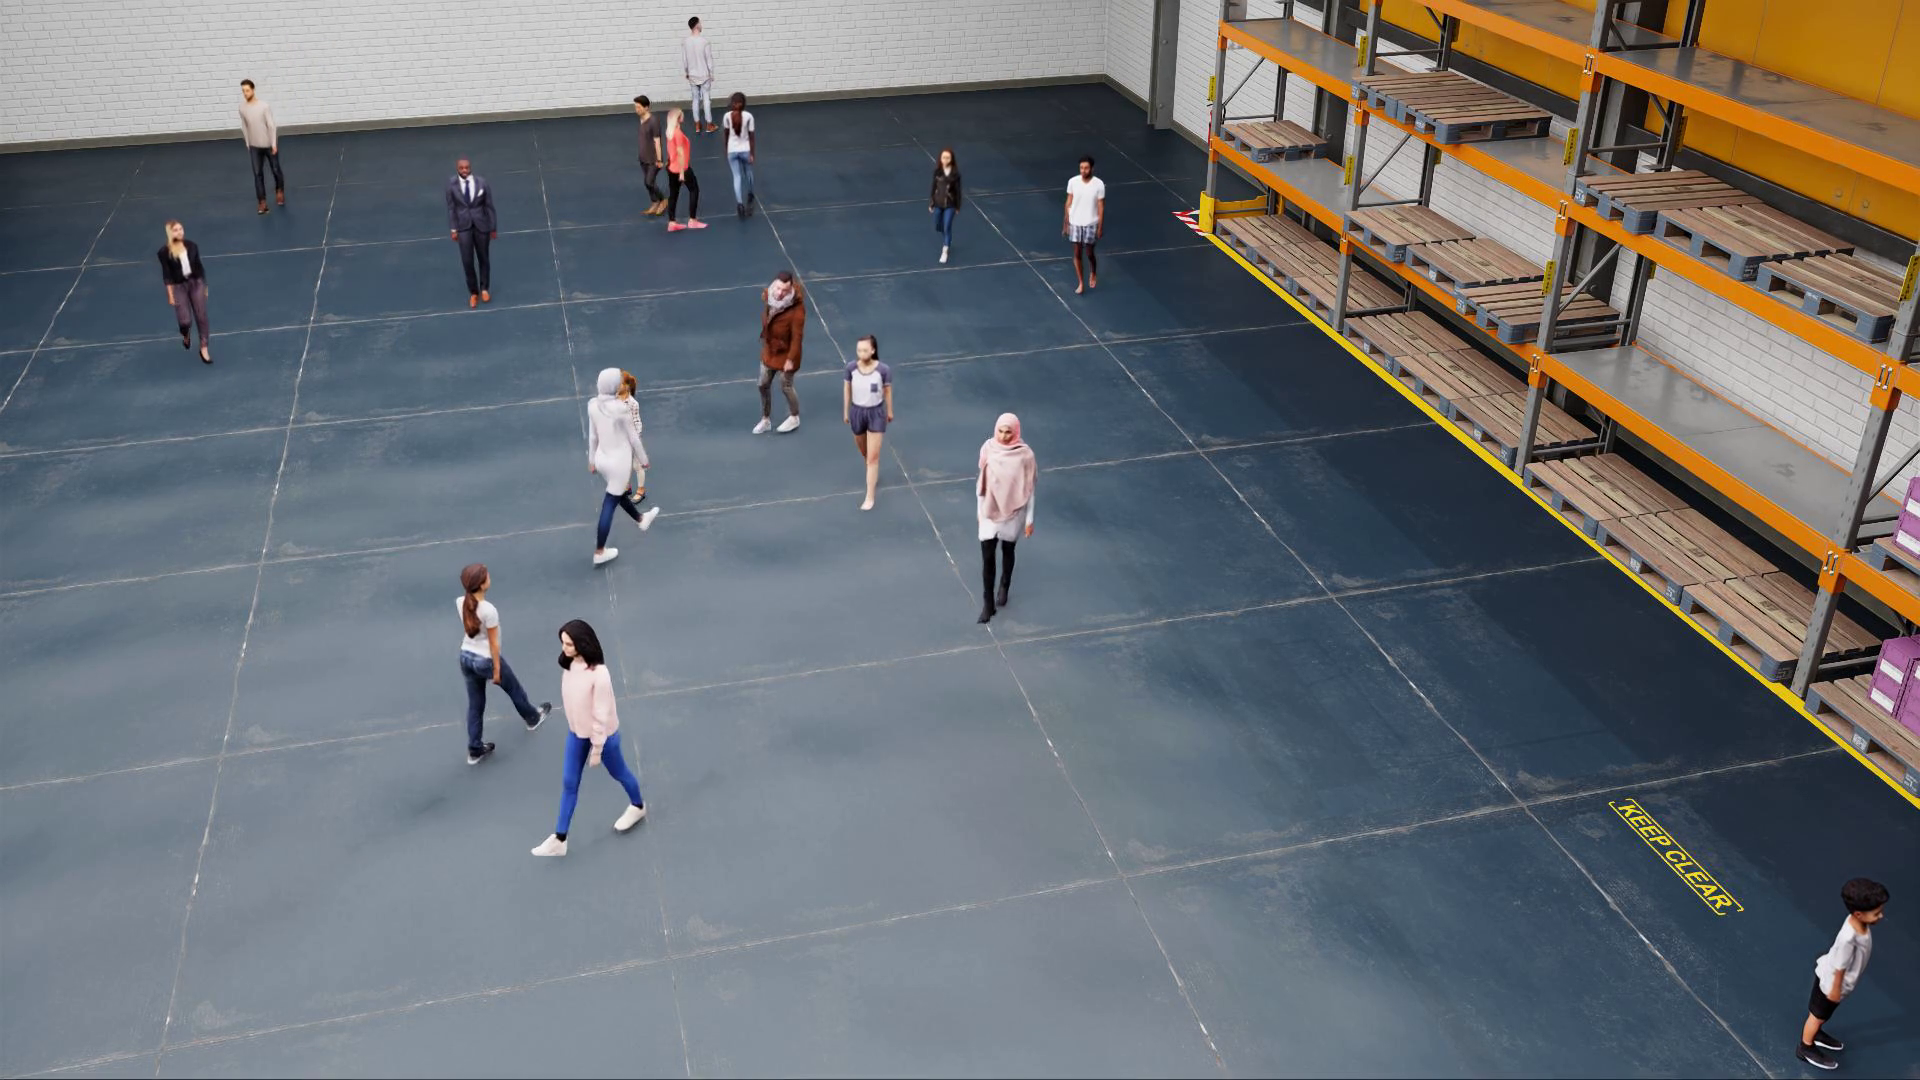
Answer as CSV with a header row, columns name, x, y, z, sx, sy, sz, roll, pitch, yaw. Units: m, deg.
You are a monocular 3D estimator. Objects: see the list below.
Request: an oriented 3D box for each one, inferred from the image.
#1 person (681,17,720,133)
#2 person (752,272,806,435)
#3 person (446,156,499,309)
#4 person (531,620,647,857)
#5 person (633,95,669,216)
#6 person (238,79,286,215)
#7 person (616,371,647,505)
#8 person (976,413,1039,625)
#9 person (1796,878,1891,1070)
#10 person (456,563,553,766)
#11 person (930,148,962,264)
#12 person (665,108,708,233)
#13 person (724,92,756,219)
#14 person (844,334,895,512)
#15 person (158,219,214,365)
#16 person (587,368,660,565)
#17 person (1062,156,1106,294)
name,x,y,z,sx,sy,sz,roll,pitch,yaw
person,-4.271,-7.631,27.253,0.769,1.839,0.772,9,30,15
person,-1.791,-1.906,16.815,1.020,1.783,0.952,-24,37,-36
person,-5.938,-3.803,20.267,0.719,1.808,0.748,-8,30,-15
person,-2.349,1.275,11.051,1.161,1.717,1.105,24,37,37
person,-4.268,-5.384,23.280,0.802,1.699,0.696,-21,35,-33
person,-9.811,-5.576,23.509,0.740,1.816,1.196,-4,29,-7
person,-3.129,-0.988,15.624,0.621,1.313,0.681,15,32,26
person,0.375,-0.249,13.777,0.890,1.783,1.018,5,29,9
person,4.968,2.432,9.412,0.614,1.257,0.567,22,36,35
person,-3.468,0.906,11.928,0.939,1.527,1.033,13,31,23
person,-0.183,-4.403,21.720,0.856,1.470,0.971,10,30,17
person,-3.922,-5.010,22.618,0.807,1.675,0.775,-18,33,-29
person,-3.084,-5.346,23.238,0.740,1.671,1.182,-2,29,-3
person,-0.846,-1.166,15.638,0.937,1.610,1.138,7,29,13
person,-8.636,-2.770,18.524,0.784,1.662,0.868,-25,37,-38
person,-3.074,-0.599,14.473,1.126,1.731,1.139,18,33,29
person,1.557,-3.926,20.588,0.788,1.715,0.837,10,30,17
